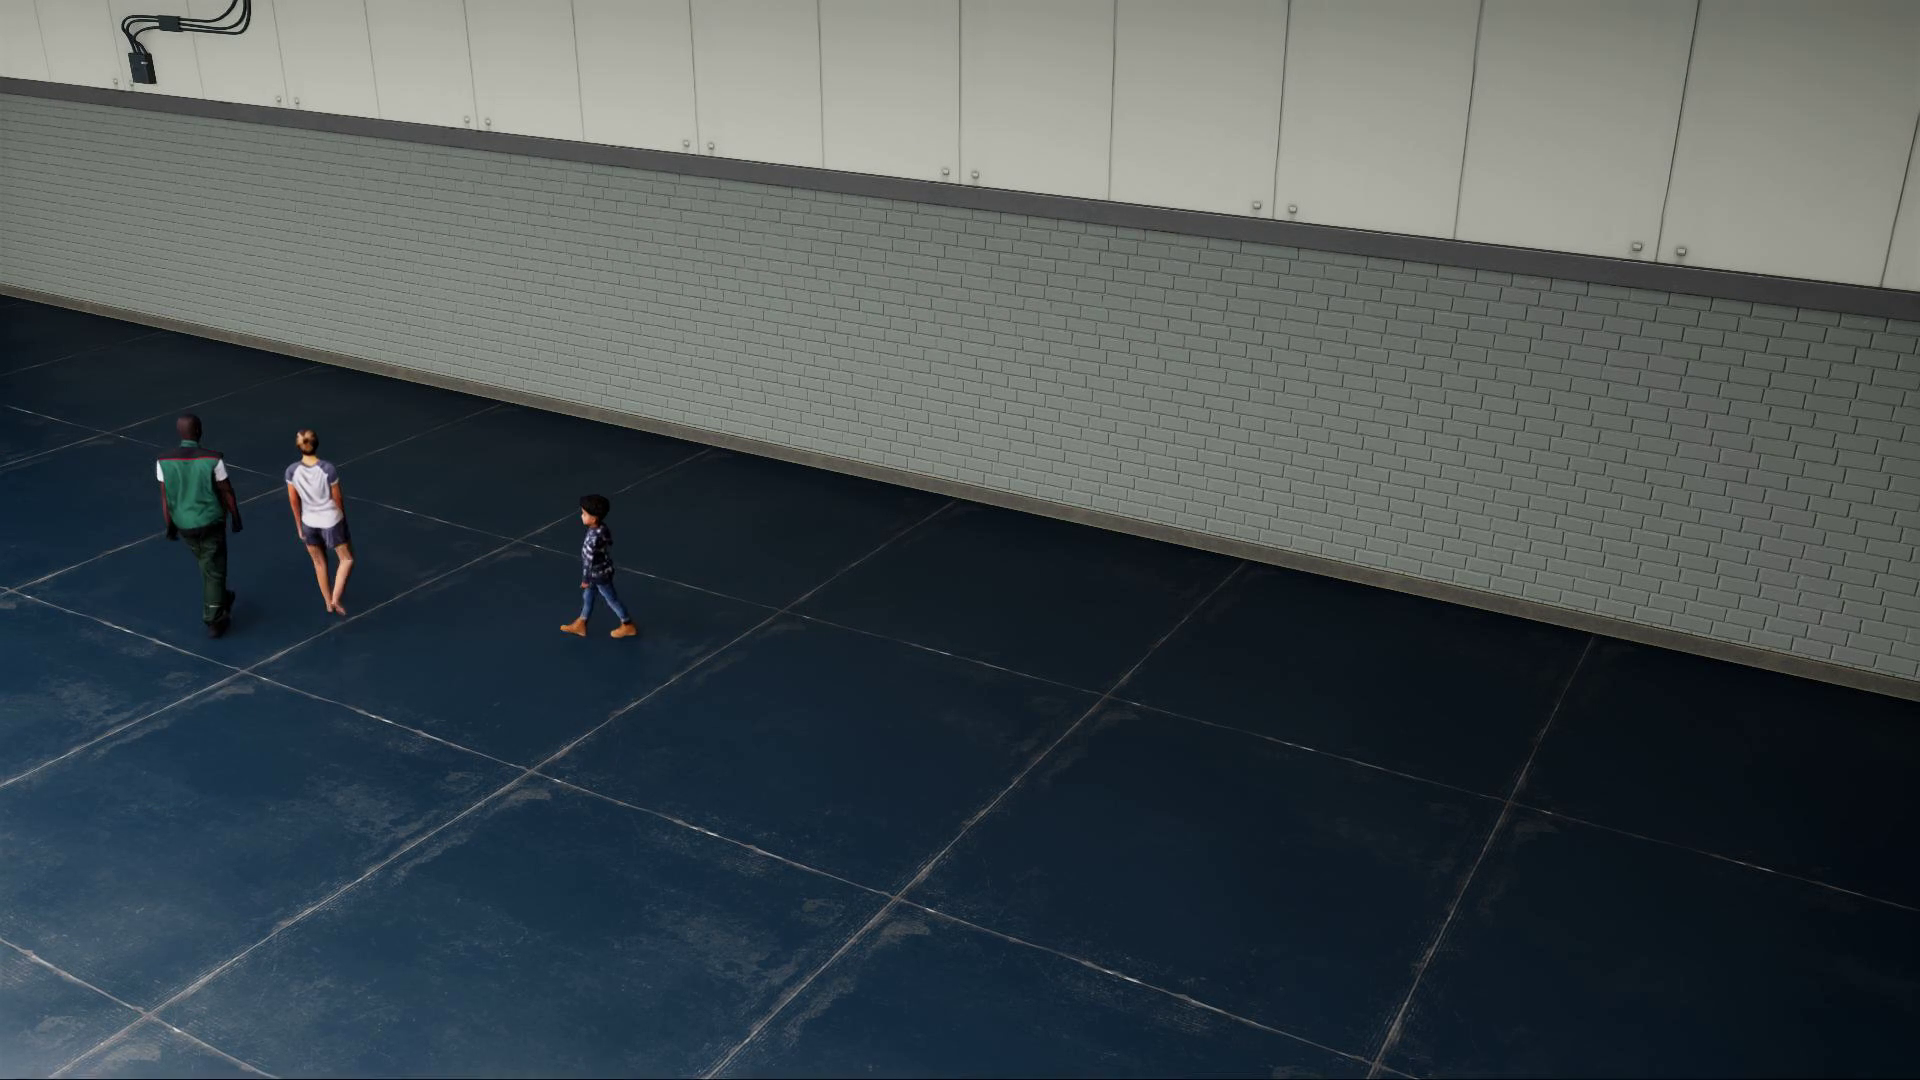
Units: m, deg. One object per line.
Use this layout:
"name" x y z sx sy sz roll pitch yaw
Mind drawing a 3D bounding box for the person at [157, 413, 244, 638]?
"person" -6.060 -0.086 13.238 0.966 1.817 1.062 -2 23 -4

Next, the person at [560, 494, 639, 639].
"person" -2.820 0.238 13.235 0.850 1.222 0.862 -2 23 -4

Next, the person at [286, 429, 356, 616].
"person" -5.196 -0.104 13.541 0.791 1.612 0.881 -3 23 -6
